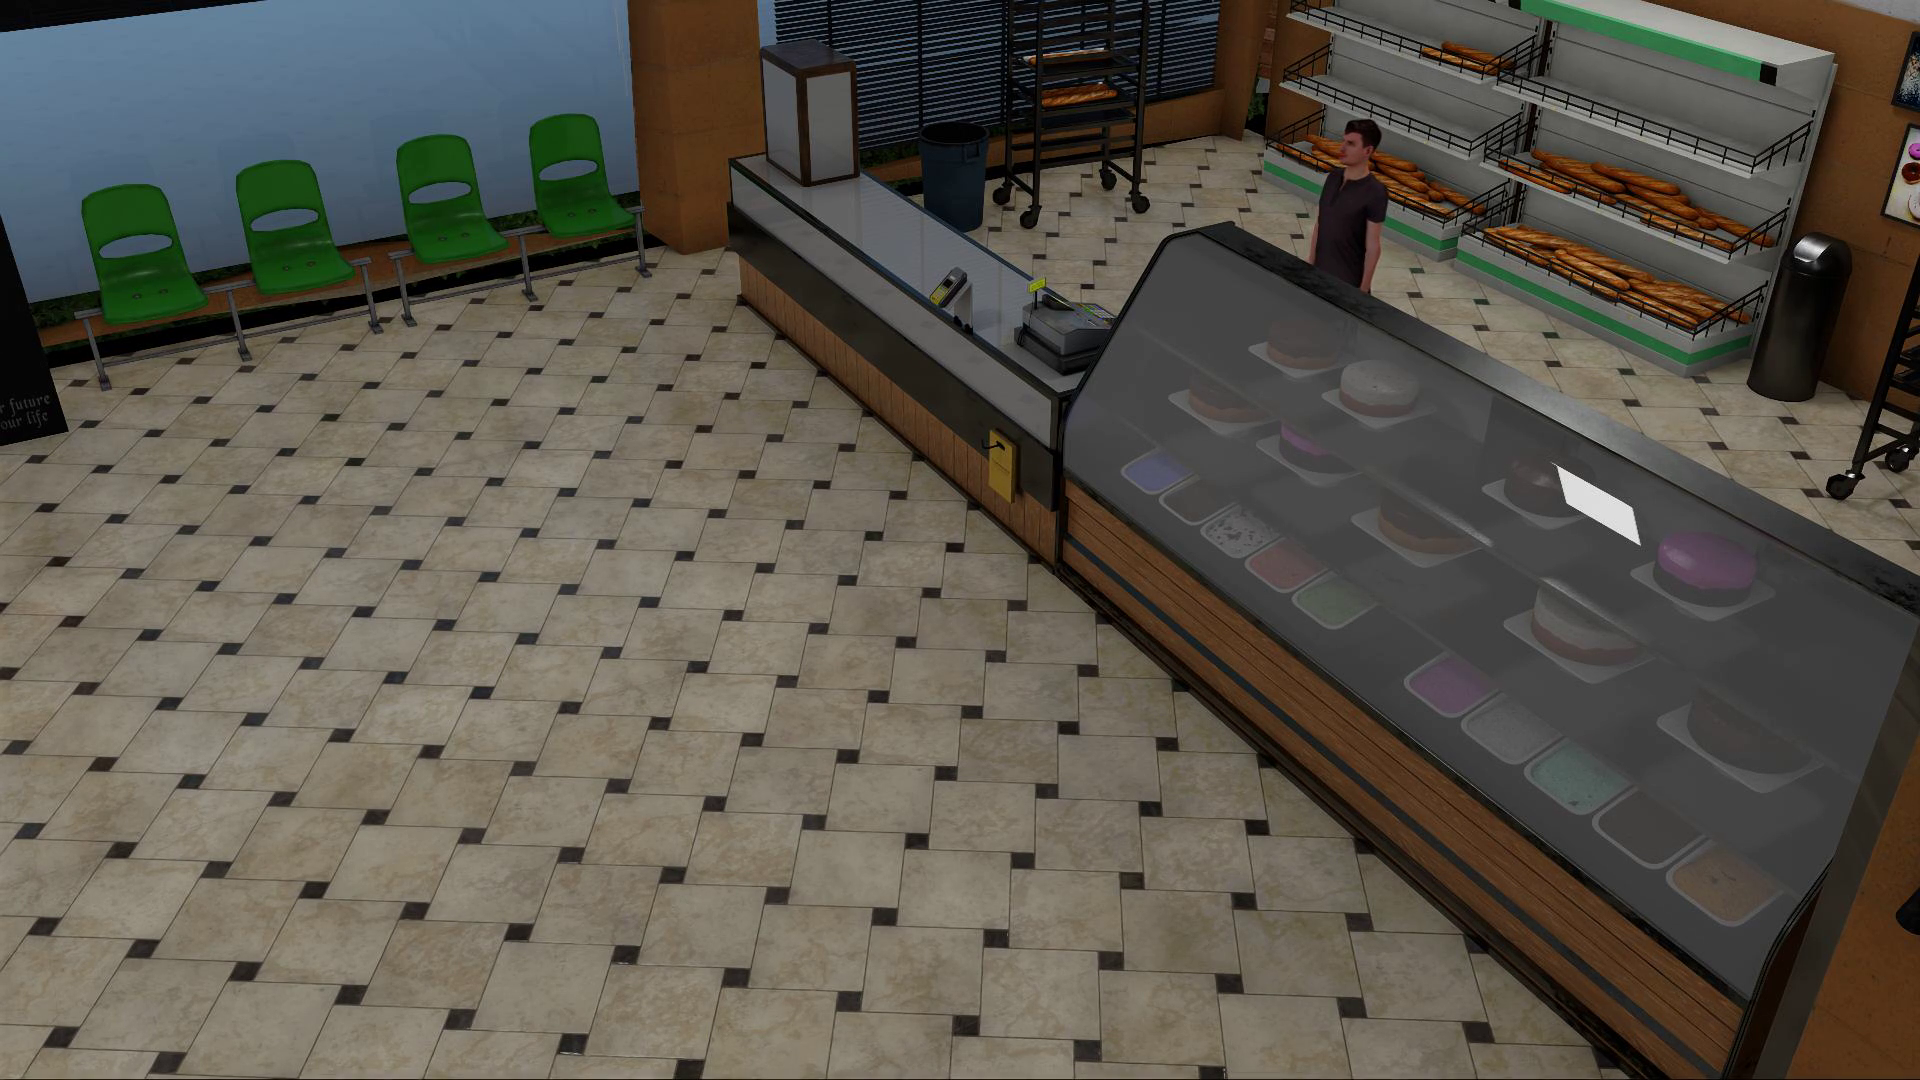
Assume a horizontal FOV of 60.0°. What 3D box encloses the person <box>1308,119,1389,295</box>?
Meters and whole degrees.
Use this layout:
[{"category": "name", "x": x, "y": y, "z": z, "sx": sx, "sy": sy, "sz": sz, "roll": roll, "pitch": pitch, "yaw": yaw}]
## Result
[{"category": "person", "x": 2.142, "y": -1.456, "z": 9.330, "sx": 0.527, "sy": 1.853, "sz": 0.643, "roll": -17, "pitch": 36, "yaw": -25}]
